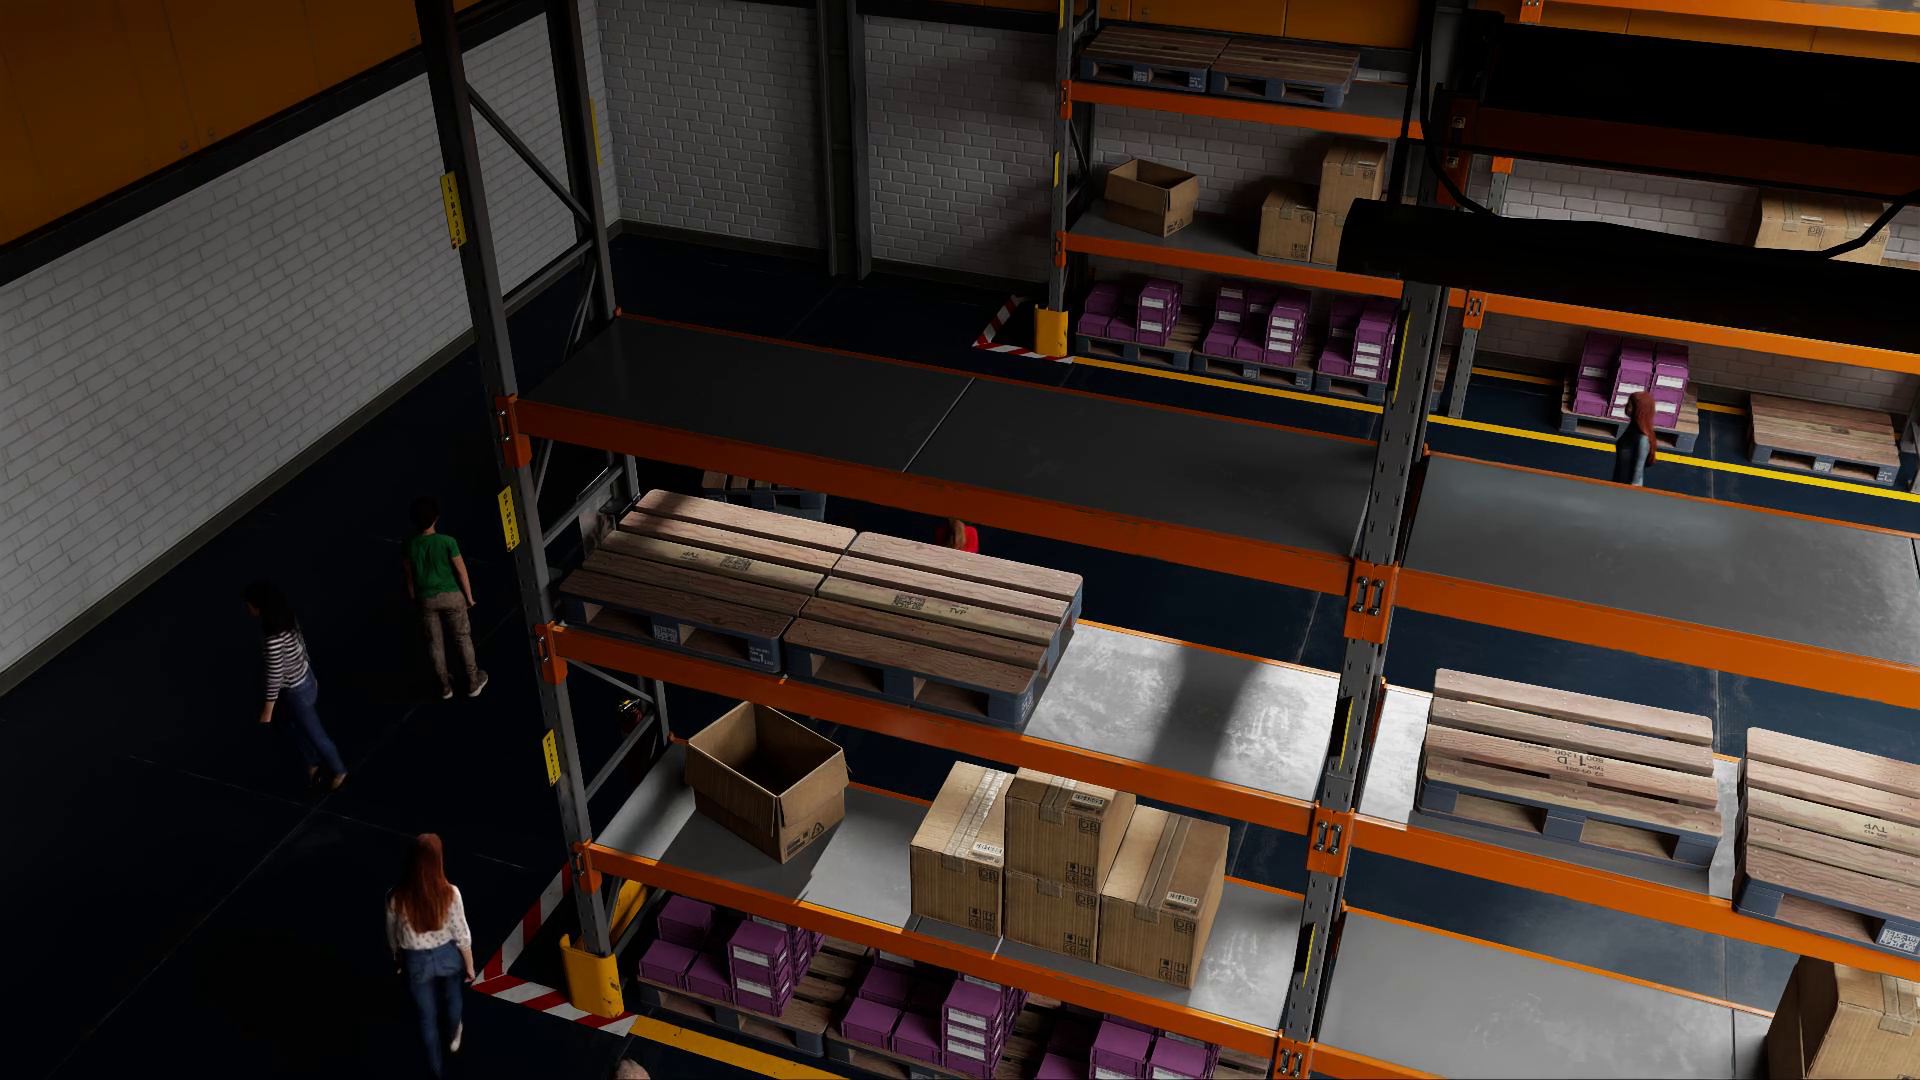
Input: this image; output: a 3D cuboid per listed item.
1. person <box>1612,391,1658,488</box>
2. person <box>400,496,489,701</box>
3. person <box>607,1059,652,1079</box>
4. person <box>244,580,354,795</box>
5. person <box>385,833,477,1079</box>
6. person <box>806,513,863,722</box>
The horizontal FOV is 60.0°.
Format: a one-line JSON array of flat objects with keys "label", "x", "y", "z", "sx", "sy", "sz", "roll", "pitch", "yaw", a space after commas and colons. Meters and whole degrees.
[{"label": "person", "x": 5.233, "y": -0.390, "z": 13.091, "sx": 0.551, "sy": 1.742, "sz": 0.599, "roll": 7, "pitch": 34, "yaw": 11}, {"label": "person", "x": -3.739, "y": 0.421, "z": 11.953, "sx": 0.603, "sy": 1.651, "sz": 0.728, "roll": -3, "pitch": 34, "yaw": -5}, {"label": "person", "x": -1.403, "y": 3.133, "z": 7.800, "sx": 0.769, "sy": 1.731, "sz": 0.707, "roll": 25, "pitch": 41, "yaw": 32}, {"label": "person", "x": -4.268, "y": 1.009, "z": 10.954, "sx": 0.806, "sy": 1.777, "sz": 0.742, "roll": -9, "pitch": 35, "yaw": -13}, {"label": "person", "x": -2.851, "y": 2.348, "z": 9.012, "sx": 1.056, "sy": 1.696, "sz": 1.032, "roll": -10, "pitch": 35, "yaw": -15}, {"label": "person", "x": -0.729, "y": 0.456, "z": 11.890, "sx": 1.090, "sy": 1.662, "sz": 0.806, "roll": 17, "pitch": 37, "yaw": 24}]
